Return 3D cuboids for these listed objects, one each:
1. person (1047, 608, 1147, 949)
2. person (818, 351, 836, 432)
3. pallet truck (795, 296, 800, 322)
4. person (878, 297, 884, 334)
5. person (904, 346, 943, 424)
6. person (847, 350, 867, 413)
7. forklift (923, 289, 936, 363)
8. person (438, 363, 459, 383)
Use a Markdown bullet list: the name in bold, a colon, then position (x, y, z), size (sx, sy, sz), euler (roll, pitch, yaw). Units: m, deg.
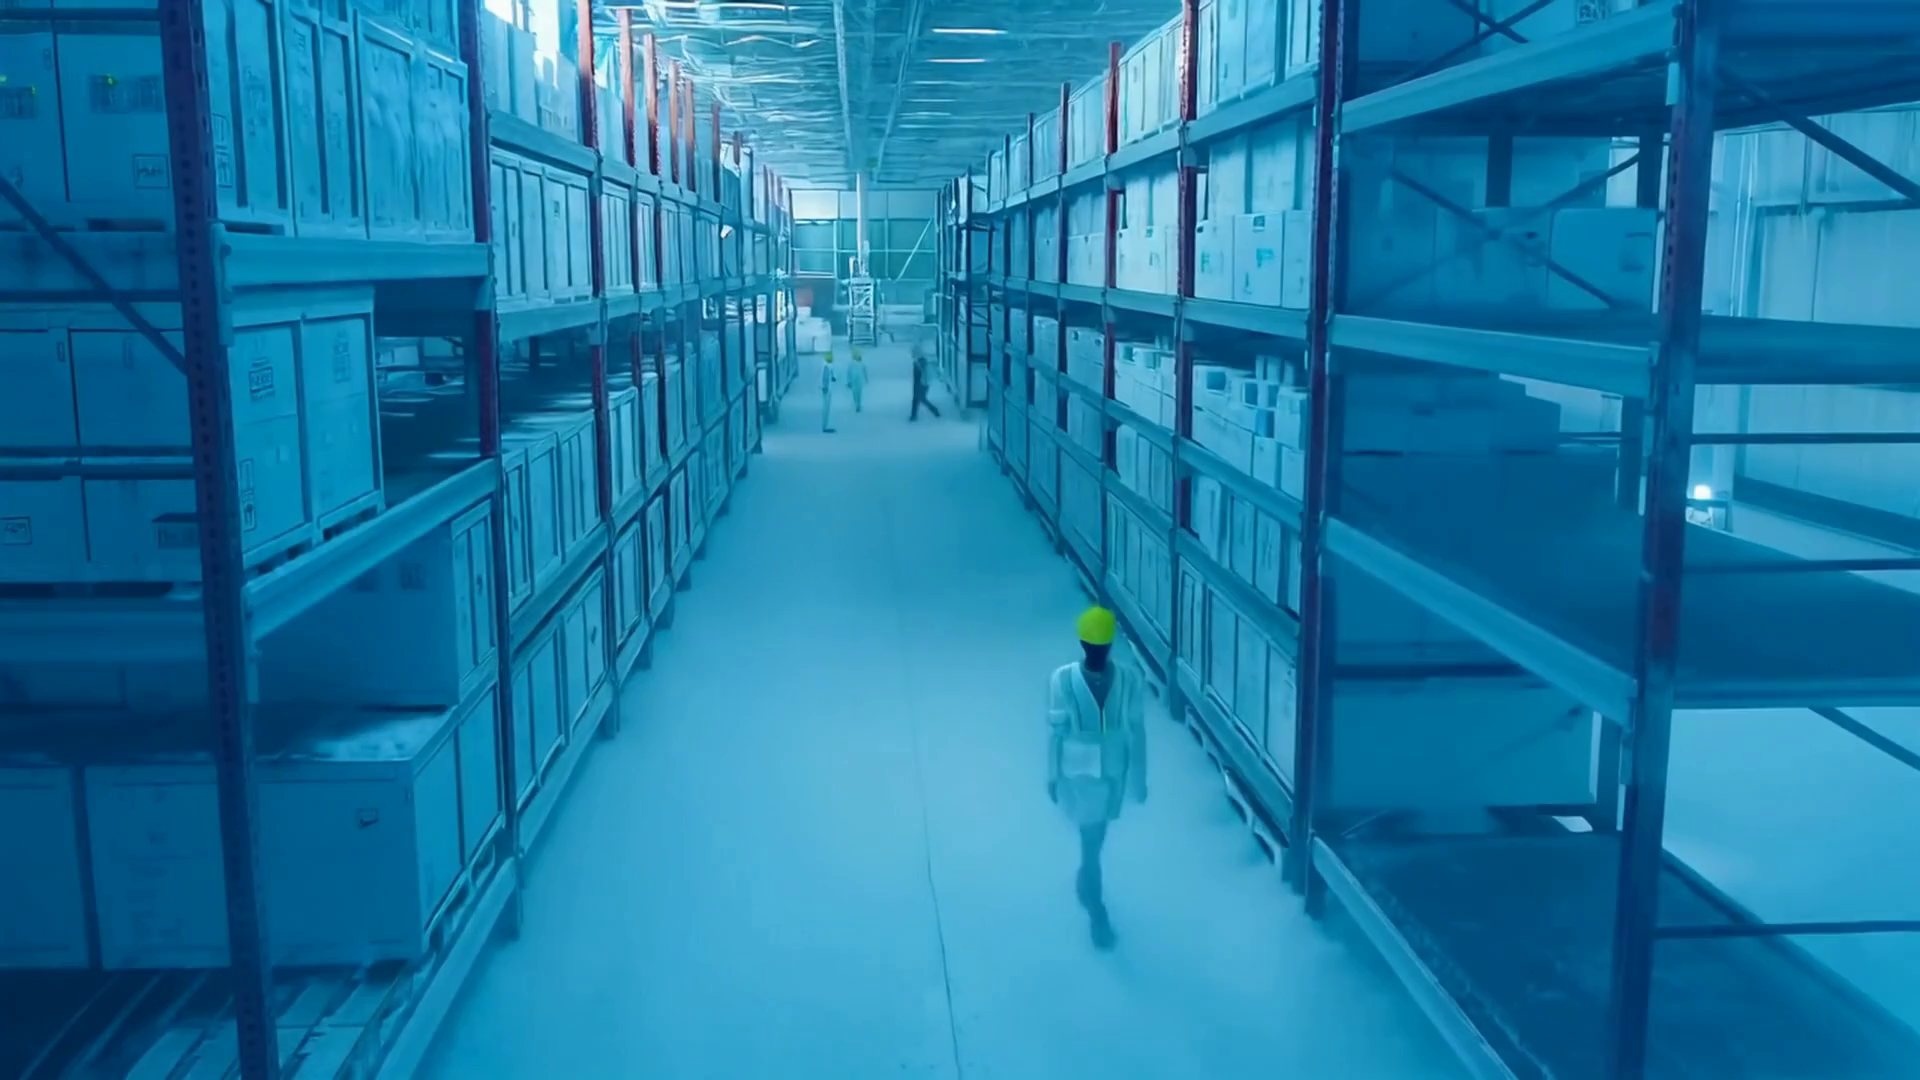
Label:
- **person**: position (0.795, 1.307, 9.638), size (0.558, 1.890, 0.977), euler (-2, 10, -10)
- **person**: position (-3.010, -3.360, 37.623), size (0.390, 1.846, 0.564), euler (0, 10, -2)
- **pallet truck**: position (-8.622, -12.439, 91.403), size (1.885, 1.965, 0.823), euler (2, 10, 13)
- **person**: position (-4.233, -12.043, 89.216), size (0.372, 1.939, 0.629), euler (0, 10, -2)
- **person**: position (-0.865, -3.678, 39.476), size (0.945, 1.875, 0.602), euler (3, 10, 17)
- **person**: position (-2.613, -4.073, 42.599), size (0.525, 1.601, 0.626), euler (2, 10, 11)
- **forklift**: position (-0.829, -8.173, 63.290), size (1.129, 2.768, 1.873), euler (-1, 10, -3)
- **person**: position (-9.343, -2.276, 30.662), size (0.614, 2.018, 0.804), euler (-2, 10, -10)
